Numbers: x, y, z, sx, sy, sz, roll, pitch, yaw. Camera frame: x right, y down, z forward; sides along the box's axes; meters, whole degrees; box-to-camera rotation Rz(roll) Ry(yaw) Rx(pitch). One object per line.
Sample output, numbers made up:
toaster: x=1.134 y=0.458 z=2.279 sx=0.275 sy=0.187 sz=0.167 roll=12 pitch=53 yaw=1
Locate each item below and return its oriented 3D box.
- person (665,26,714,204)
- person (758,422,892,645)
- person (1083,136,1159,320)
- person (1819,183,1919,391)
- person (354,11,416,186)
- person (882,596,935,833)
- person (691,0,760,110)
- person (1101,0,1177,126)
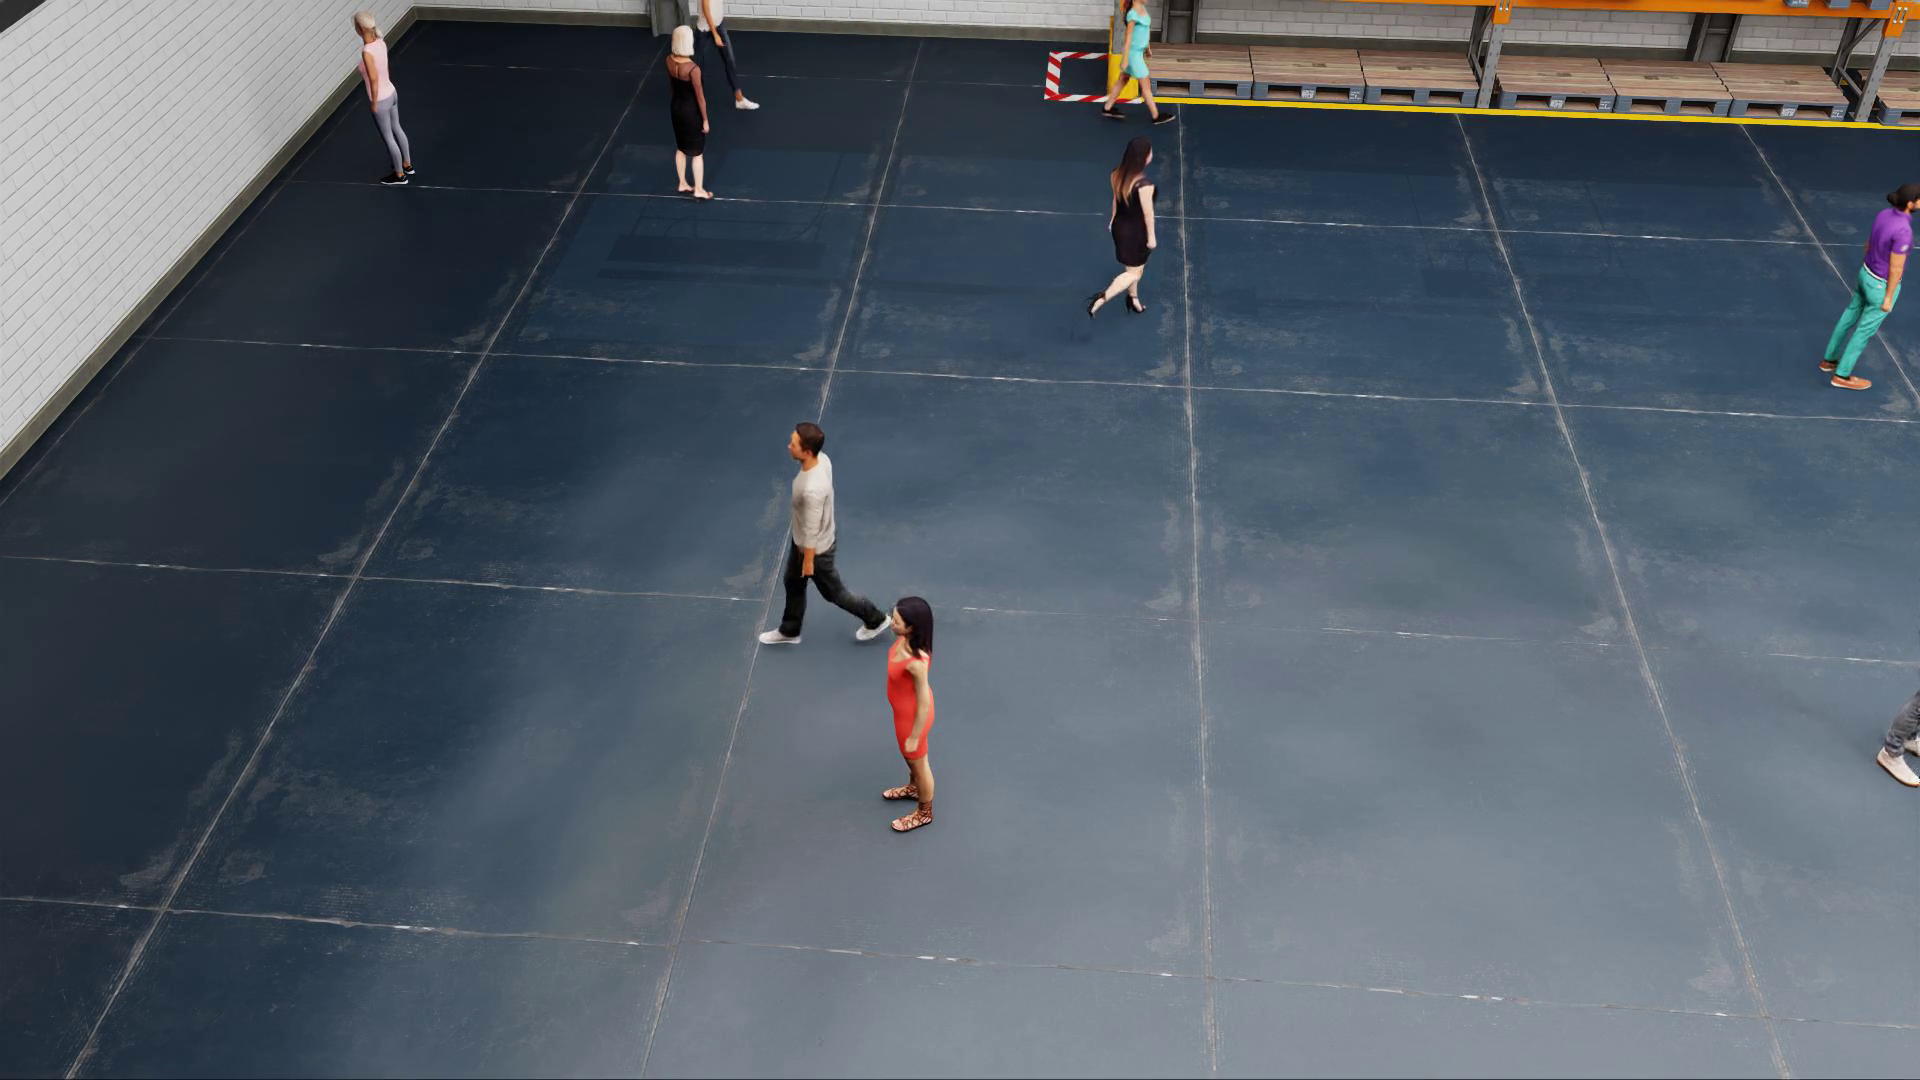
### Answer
person: x=-2.618 y=-4.078 z=15.958 sx=0.628 sy=1.745 sz=0.728 roll=27 pitch=46 yaw=29
person: x=-0.844 y=0.008 z=10.810 sx=1.193 sy=1.785 sz=0.830 roll=-5 pitch=39 yaw=-6
person: x=1.399 y=-2.567 z=14.109 sx=1.057 sy=1.692 sz=0.932 roll=-19 pitch=42 yaw=-22
person: x=7.387 y=-2.069 z=13.425 sx=0.587 sy=1.768 sz=0.640 roll=-1 pitch=39 yaw=-1
person: x=-5.657 y=-4.344 z=16.306 sx=0.527 sy=1.726 sz=0.557 roll=5 pitch=39 yaw=6
person: x=-0.273 y=0.993 z=9.629 sx=0.617 sy=1.718 sz=0.646 roll=-7 pitch=39 yaw=-9
person: x=-2.734 y=-5.362 z=17.544 sx=1.213 sy=1.771 sz=0.747 roll=10 pitch=40 yaw=12
person: x=1.757 y=-5.093 z=17.414 sx=1.090 sy=1.515 sz=0.733 roll=12 pitch=40 yaw=15
